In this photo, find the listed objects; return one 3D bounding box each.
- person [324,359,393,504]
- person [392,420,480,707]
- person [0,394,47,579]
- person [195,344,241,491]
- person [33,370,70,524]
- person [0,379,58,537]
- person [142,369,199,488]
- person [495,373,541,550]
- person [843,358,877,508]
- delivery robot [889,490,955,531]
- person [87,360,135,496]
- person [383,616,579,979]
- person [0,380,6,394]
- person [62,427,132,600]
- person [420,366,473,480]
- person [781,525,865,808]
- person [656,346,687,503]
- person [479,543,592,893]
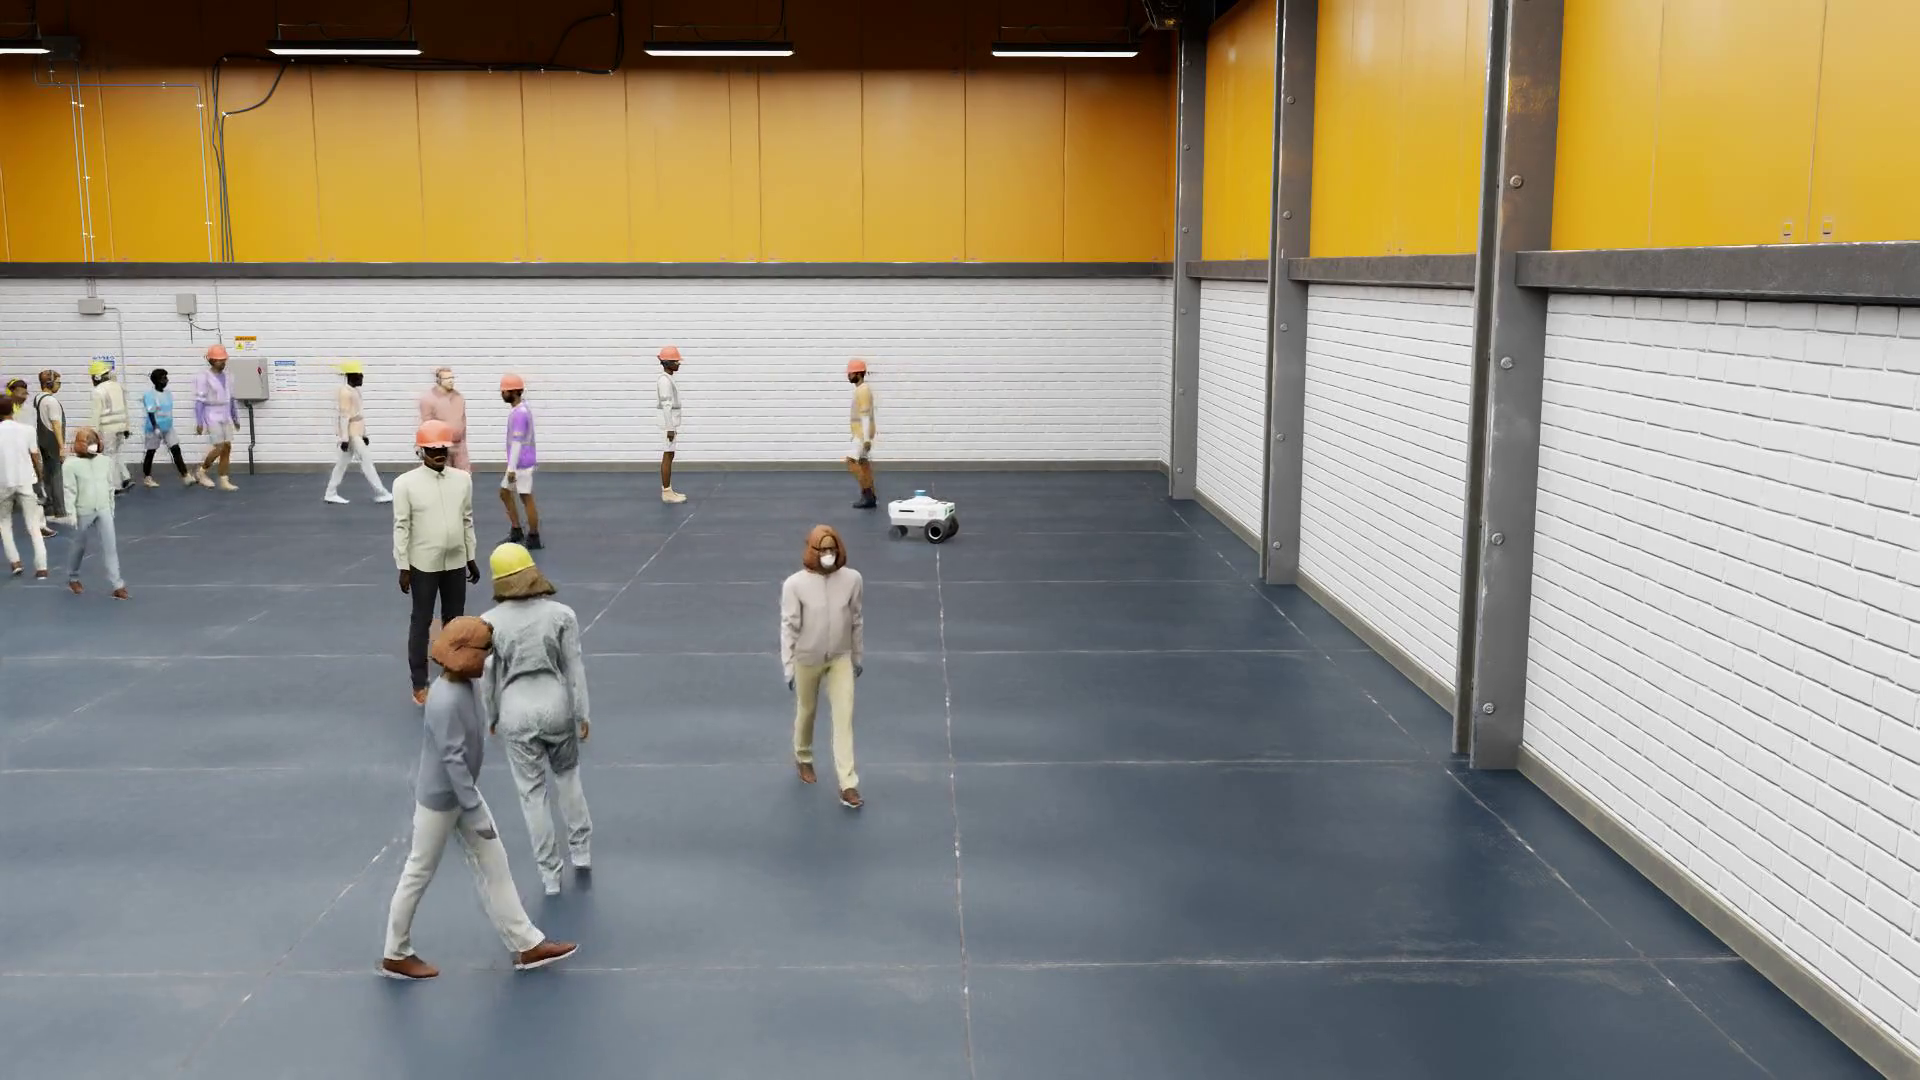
[{"bbox_3d":[-7.782,-1.390,21.453,0.980,1.871,0.604,-2,9,-12],"label":"person"},{"bbox_3d":[-3.641,0.154,11.618,0.394,1.992,0.622,8,12,41],"label":"person"},{"bbox_3d":[-9.267,-0.515,16.296,0.517,1.826,0.654,-8,12,-39],"label":"person"},{"bbox_3d":[-10.079,-1.648,22.583,0.536,2.020,0.648,2,10,14],"label":"person"},{"bbox_3d":[-10.803,-1.106,19.820,0.506,1.842,0.346,7,12,37],"label":"person"},{"bbox_3d":[-10.654,-0.919,18.798,0.868,1.804,0.556,8,12,39],"label":"person"},{"bbox_3d":[-10.987,-1.529,22.976,0.862,1.654,0.539,3,10,19],"label":"person"},{"bbox_3d":[-4.820,-0.831,17.881,0.608,1.917,0.581,-2,10,-15],"label":"person"},{"bbox_3d":[-1.253,-1.342,21.042,0.446,1.917,0.553,0,9,-2],"label":"person"},{"bbox_3d":[-0.433,-0.313,18.597,0.707,0.478,0.477,2,9,15],"label":"delivery robot"},{"bbox_3d":[-11.364,-1.487,22.198,0.423,1.821,0.640,2,9,10],"label":"person"},{"bbox_3d":[-2.080,1.102,7.038,0.870,1.578,0.513,1,9,4],"label":"person"},{"bbox_3d":[-13.184,-1.605,22.698,0.607,1.905,0.623,3,10,20],"label":"person"},{"bbox_3d":[-8.036,-0.254,15.361,0.870,1.589,0.514,6,11,34],"label":"person"},{"bbox_3d":[-6.086,-1.121,19.753,0.448,1.892,0.646,7,12,37],"label":"person"},{"bbox_3d":[-0.788,0.694,9.553,0.521,1.582,0.875,-4,10,-22],"label":"person"},{"bbox_3d":[-3.754,-1.502,21.626,0.377,2.044,0.608,-2,9,-9],"label":"person"},{"bbox_3d":[-2.089,0.857,8.173,0.526,1.709,0.555,-3,10,-19],"label":"person"}]
